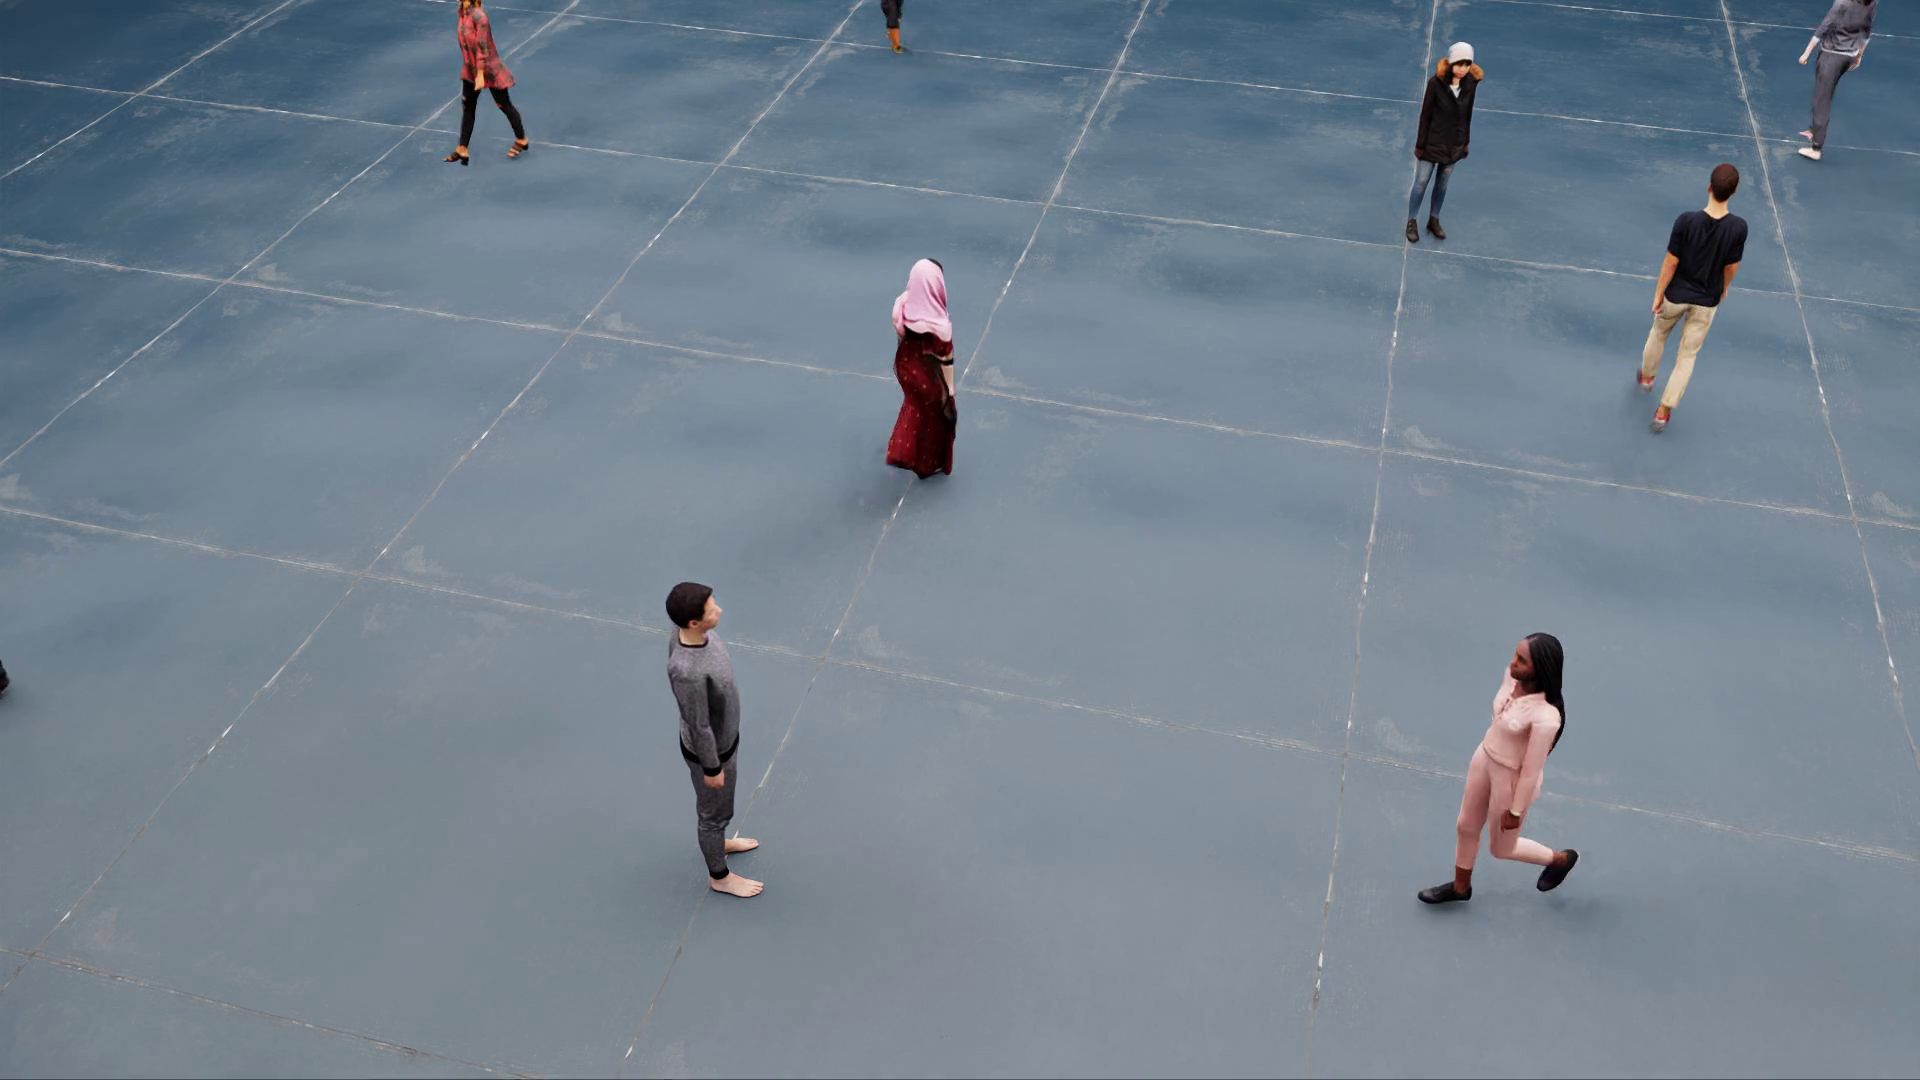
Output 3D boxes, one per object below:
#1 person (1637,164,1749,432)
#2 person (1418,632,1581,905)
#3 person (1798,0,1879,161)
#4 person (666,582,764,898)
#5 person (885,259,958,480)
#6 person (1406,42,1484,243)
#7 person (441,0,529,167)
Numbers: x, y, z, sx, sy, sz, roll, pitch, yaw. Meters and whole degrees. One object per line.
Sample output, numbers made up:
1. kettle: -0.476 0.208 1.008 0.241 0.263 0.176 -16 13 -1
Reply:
1. person: 4.857 -1.546 11.053 0.690 1.824 0.968 14 40 17
2. person: 2.624 1.116 7.746 0.917 1.706 1.001 -5 38 -6
3. person: 7.664 -4.139 14.428 0.800 1.748 0.872 -12 40 -15
4. person: -1.192 0.929 7.873 0.805 1.844 0.639 -4 38 -5
5. person: -0.276 -1.037 10.561 0.856 1.628 0.809 -28 46 -31
6. person: 3.856 -3.200 13.318 0.730 1.636 0.750 -7 39 -9
7. person: -4.043 -4.068 14.408 1.136 1.660 0.965 -31 48 -33
